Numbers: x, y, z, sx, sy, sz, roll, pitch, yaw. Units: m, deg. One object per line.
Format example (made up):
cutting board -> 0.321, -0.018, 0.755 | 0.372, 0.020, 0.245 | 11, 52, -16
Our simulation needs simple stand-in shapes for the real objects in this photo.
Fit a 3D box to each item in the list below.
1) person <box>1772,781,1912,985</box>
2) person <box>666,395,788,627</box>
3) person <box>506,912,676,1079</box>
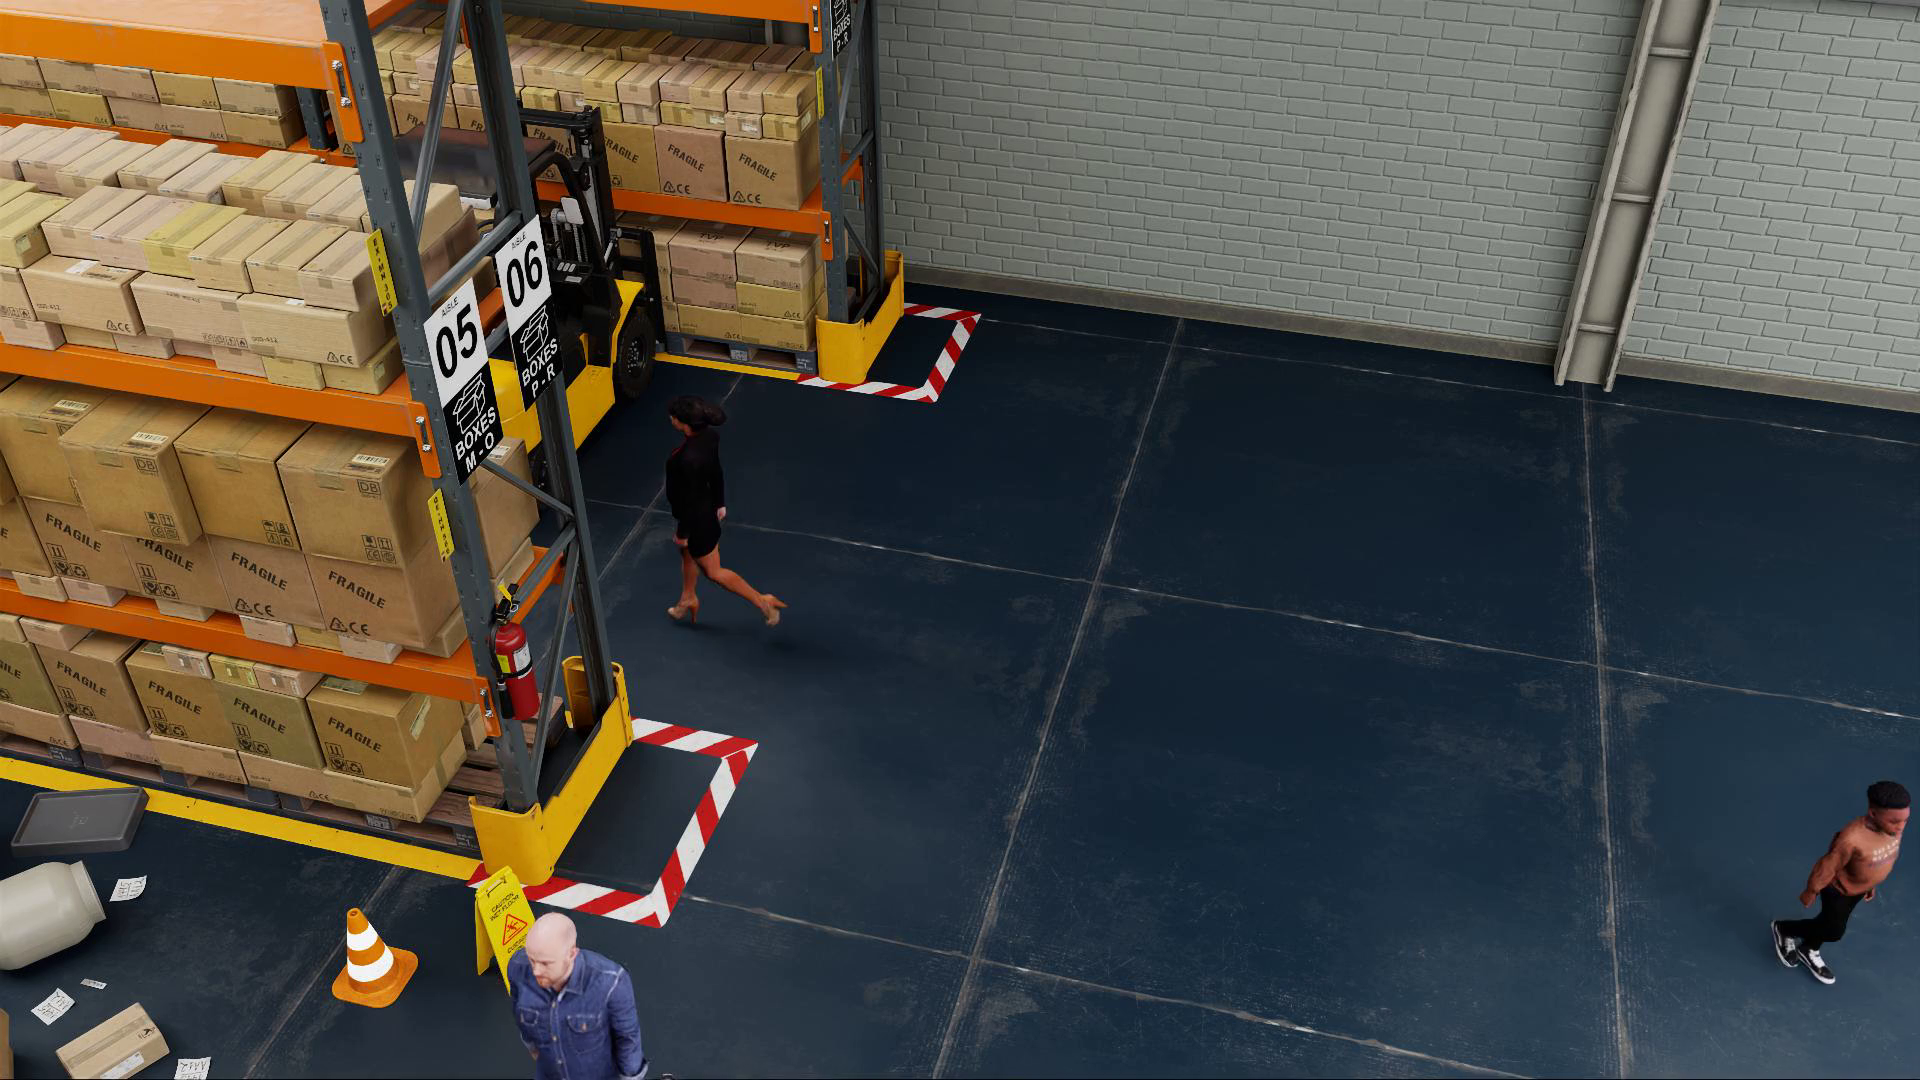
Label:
person -> 4.029, 1.519, 7.656 | 0.648, 1.246, 0.713 | -17, 40, -21
person -> -1.407, -0.088, 9.466 | 1.018, 1.614, 0.667 | 3, 37, 4
person -> -1.409, 2.055, 6.496 | 1.071, 1.798, 0.840 | 6, 38, 8
